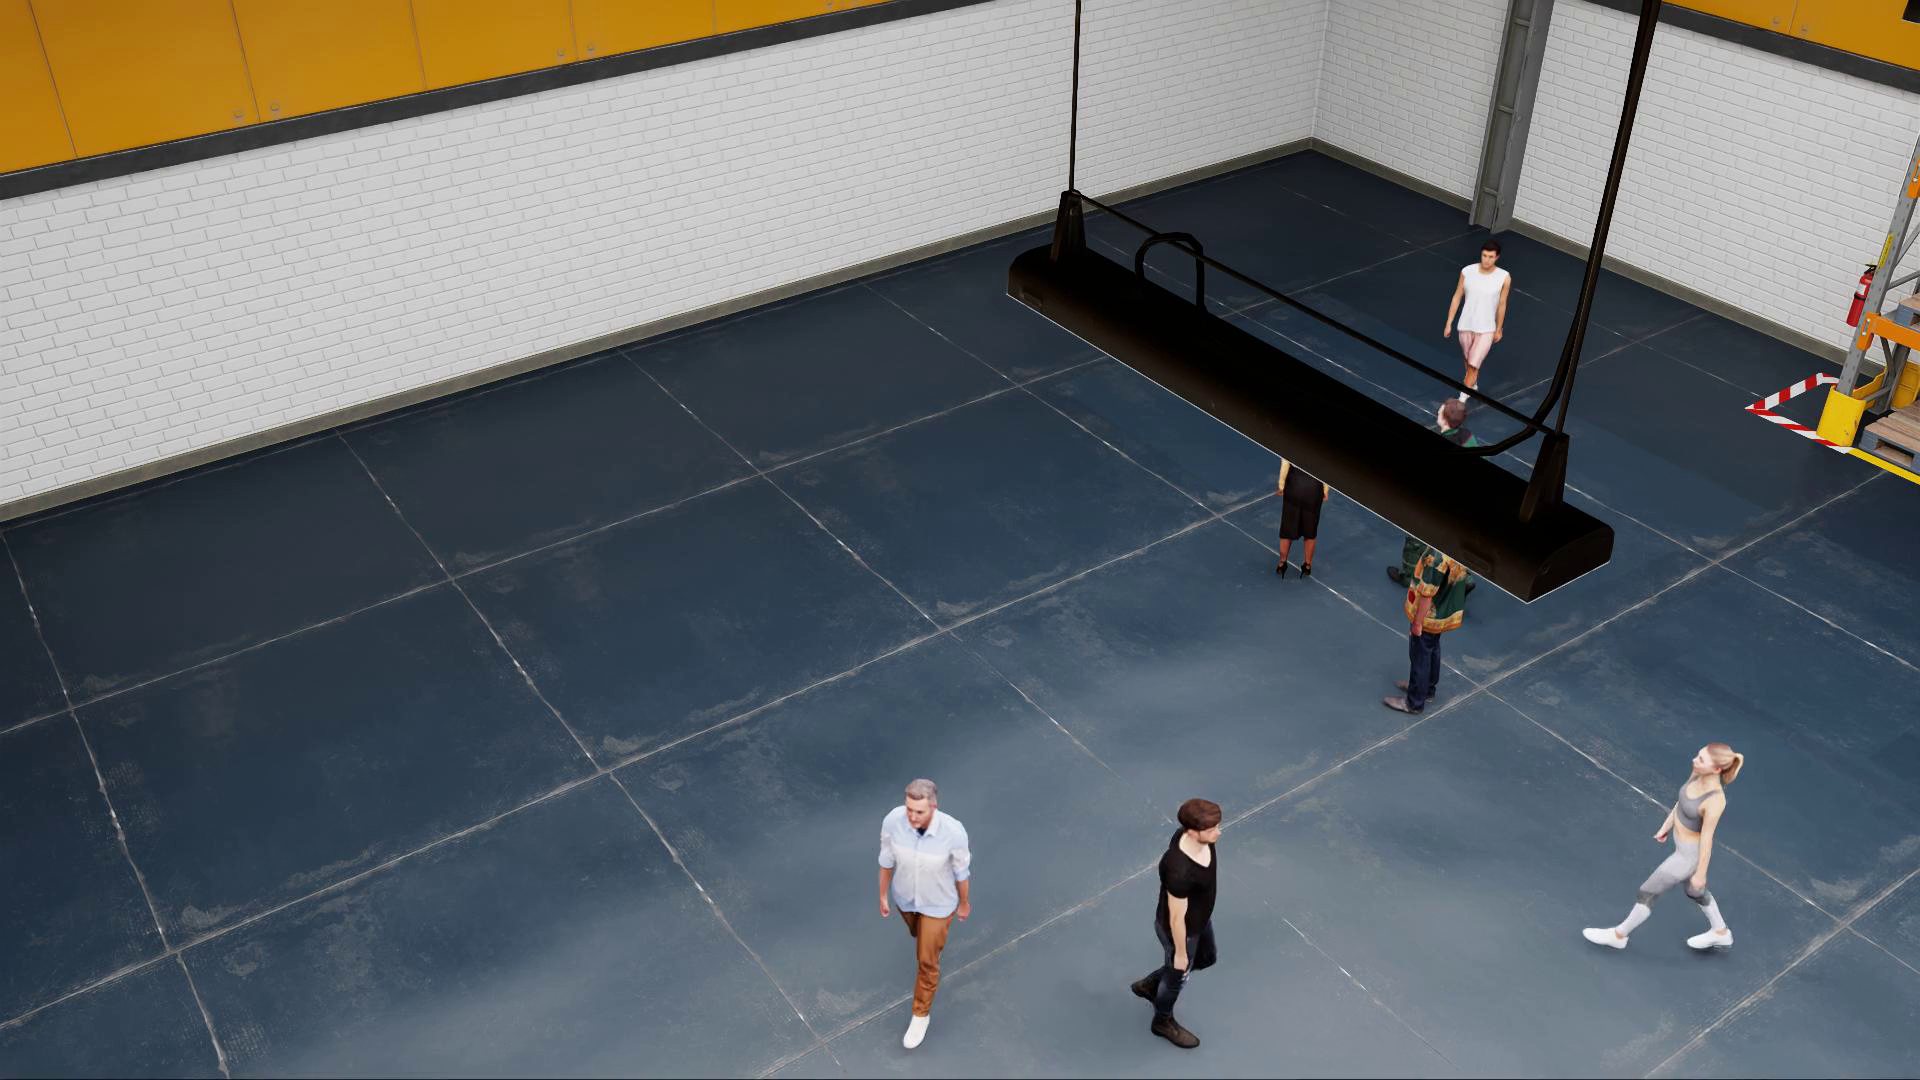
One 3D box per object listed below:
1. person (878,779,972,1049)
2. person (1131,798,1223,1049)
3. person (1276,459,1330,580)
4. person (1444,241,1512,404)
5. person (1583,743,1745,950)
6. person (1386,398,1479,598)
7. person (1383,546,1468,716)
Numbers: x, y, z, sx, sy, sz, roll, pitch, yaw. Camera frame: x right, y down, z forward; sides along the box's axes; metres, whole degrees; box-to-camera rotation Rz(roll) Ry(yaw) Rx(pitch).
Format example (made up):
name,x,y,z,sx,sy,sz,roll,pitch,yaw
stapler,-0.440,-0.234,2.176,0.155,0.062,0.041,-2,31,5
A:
name,x,y,z,sx,sy,sz,roll,pitch,yaw
person,-0.188,2.051,9.885,1.198,1.796,1.166,12,35,17
person,1.211,2.177,9.615,0.893,1.885,0.849,14,36,20
person,2.827,-0.404,13.706,0.662,1.654,0.721,5,34,8
person,5.060,-2.105,16.192,1.133,1.735,0.974,21,39,28
person,4.551,1.932,10.188,1.160,1.659,1.083,6,34,9
person,3.912,-0.300,13.397,0.632,1.824,0.999,-21,39,-29
person,3.482,0.494,12.219,0.785,1.806,0.780,20,38,27
